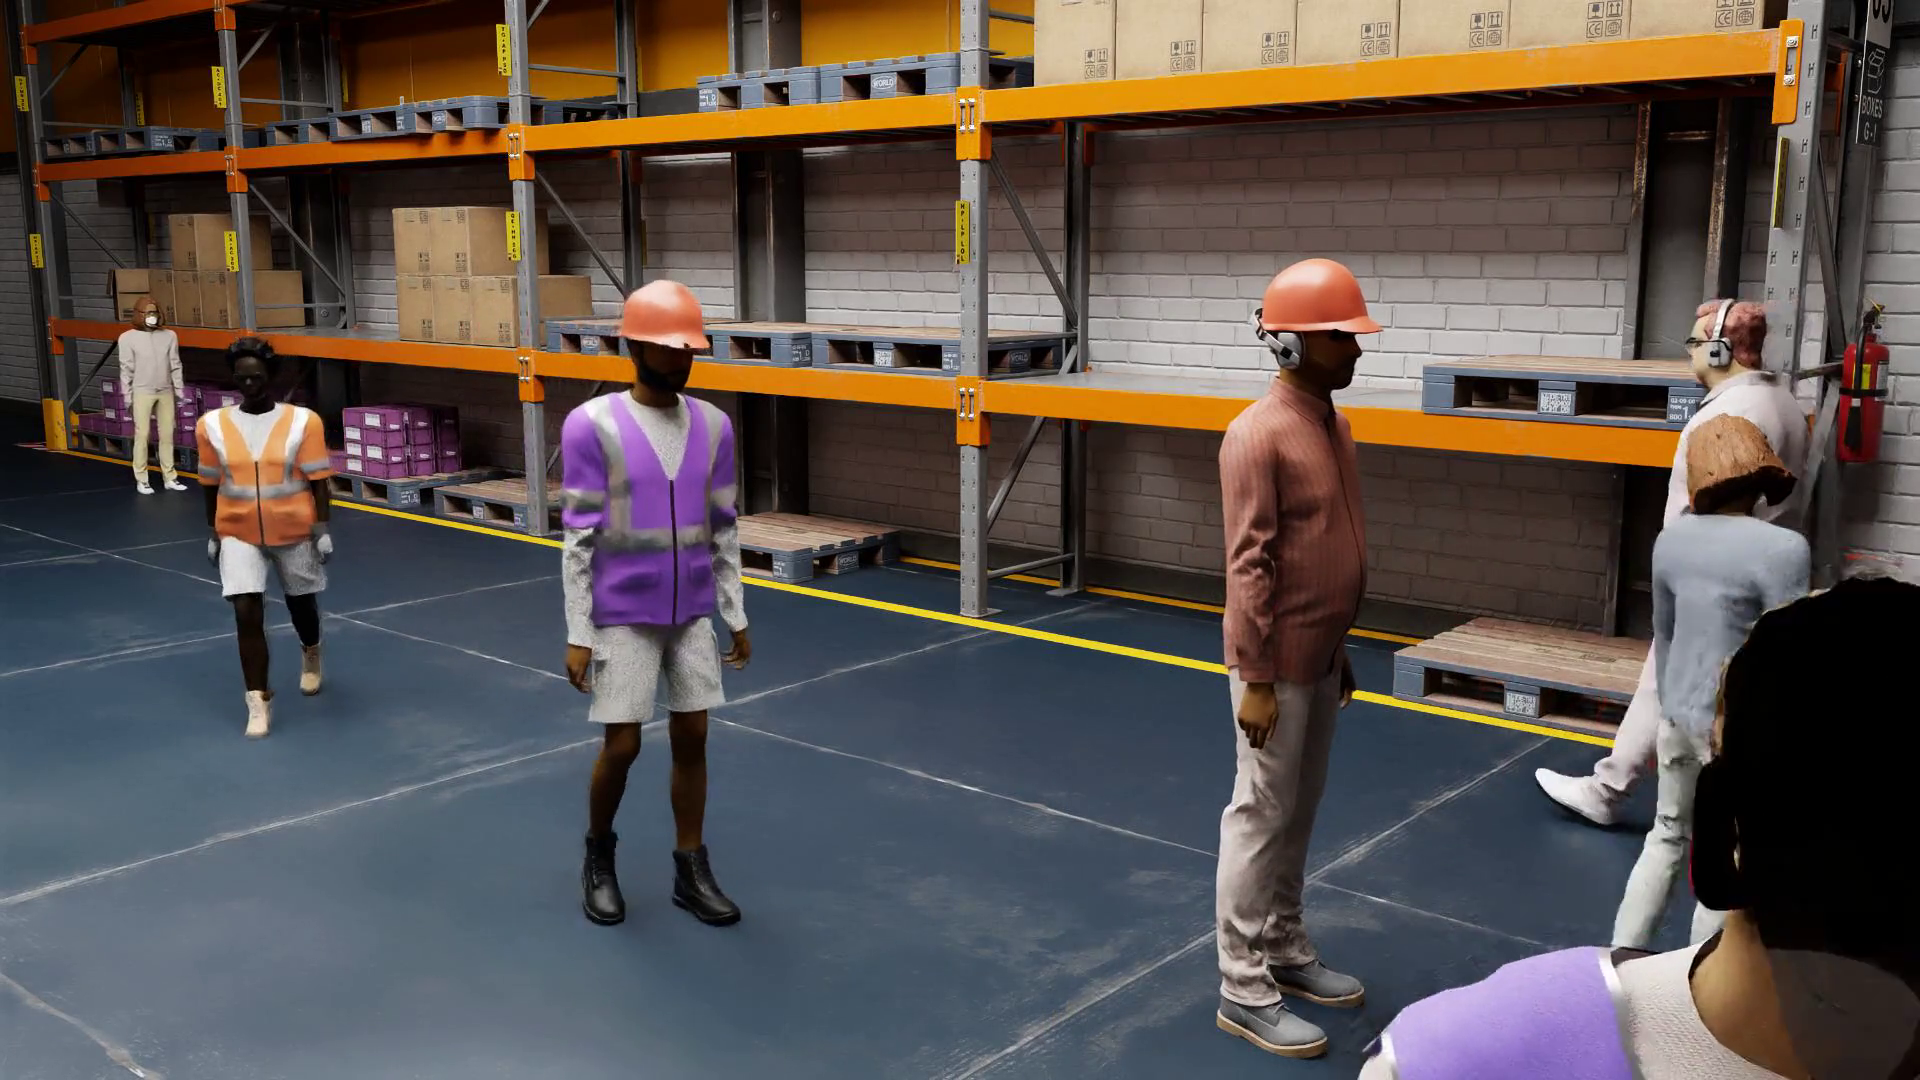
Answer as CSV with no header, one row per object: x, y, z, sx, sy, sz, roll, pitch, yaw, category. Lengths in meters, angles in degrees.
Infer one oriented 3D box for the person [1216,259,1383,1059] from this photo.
0.860,0.291,4.255,0.381,1.994,0.617,6,12,31,person

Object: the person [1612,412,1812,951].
1.891,0.494,4.185,0.333,1.619,0.586,-2,10,-12,person

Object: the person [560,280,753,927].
-0.902,0.202,4.941,0.578,1.933,0.415,-7,12,-37,person

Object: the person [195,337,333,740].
-2.961,-0.049,7.150,0.538,1.666,0.828,-3,10,-15,person

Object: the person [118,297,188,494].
-6.680,-1.193,13.761,0.279,1.627,0.504,7,12,34,person

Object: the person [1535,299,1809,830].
2.536,0.142,5.516,0.669,1.855,1.064,-9,13,-42,person

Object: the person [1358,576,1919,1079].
0.545,0.939,1.033,0.600,1.822,0.717,-1,10,-4,person
